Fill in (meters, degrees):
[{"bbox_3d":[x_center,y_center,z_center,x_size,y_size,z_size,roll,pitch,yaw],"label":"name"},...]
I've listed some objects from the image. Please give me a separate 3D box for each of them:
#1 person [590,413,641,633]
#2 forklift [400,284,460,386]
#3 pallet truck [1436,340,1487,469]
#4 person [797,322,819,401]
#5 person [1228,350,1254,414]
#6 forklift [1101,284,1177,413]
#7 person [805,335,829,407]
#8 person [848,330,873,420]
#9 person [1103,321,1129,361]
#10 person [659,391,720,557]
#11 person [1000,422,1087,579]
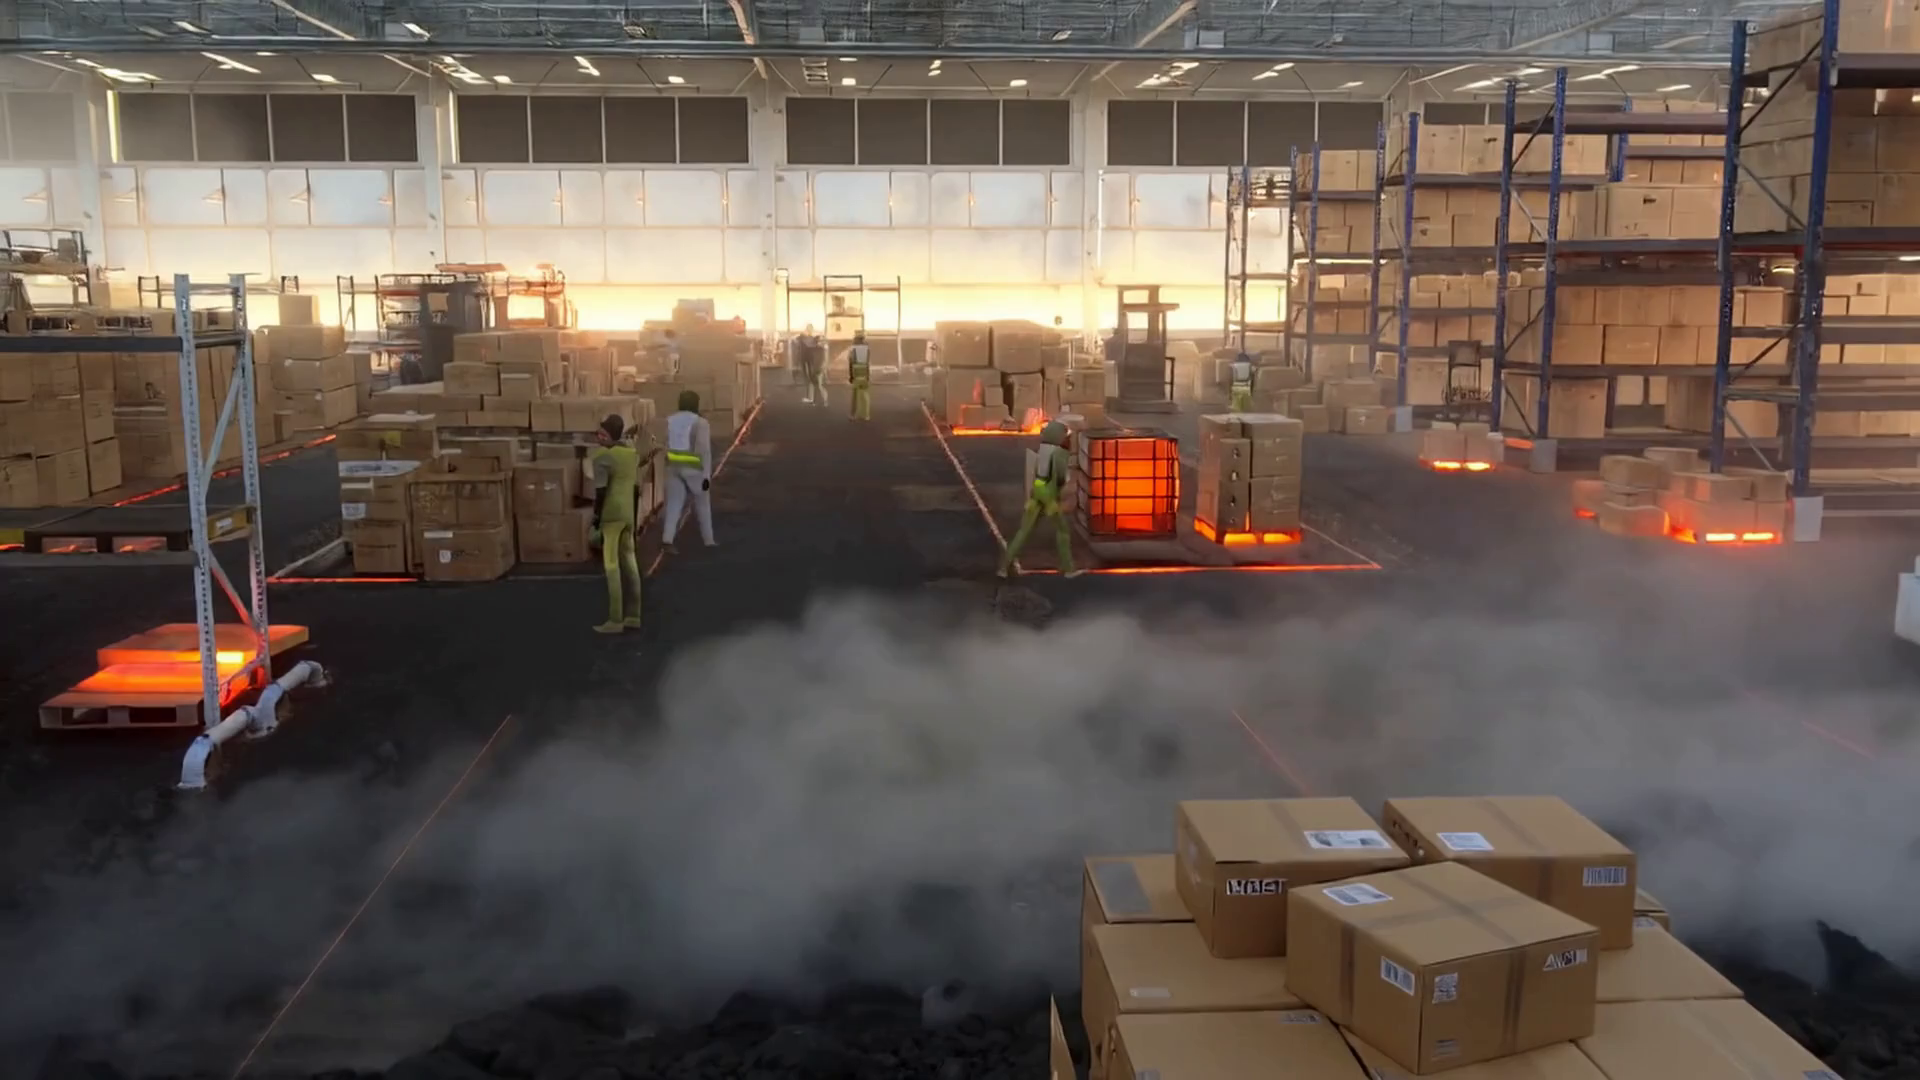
[{"bbox_3d":[-2.921,-0.142,14.095,0.328,1.870,0.510,6,11,34],"label":"person"},{"bbox_3d":[-11.964,-4.501,38.294,1.873,2.768,1.129,7,11,37],"label":"forklift"},{"bbox_3d":[8.004,-2.170,26.422,0.823,1.965,1.885,2,9,14],"label":"pallet truck"},{"bbox_3d":[-3.610,-4.260,39.795,0.638,1.913,0.602,-6,11,-34],"label":"person"},{"bbox_3d":[5.363,-2.820,31.773,0.531,1.585,0.913,-1,9,-5],"label":"person"},{"bbox_3d":[3.913,-4.266,36.820,1.129,2.768,1.873,-3,9,-17],"label":"forklift"},{"bbox_3d":[-3.281,-3.875,38.151,0.533,1.668,0.793,-5,10,-30],"label":"person"},{"bbox_3d":[-2.086,-3.471,34.963,0.571,1.882,1.009,-4,10,-21],"label":"person"},{"bbox_3d":[3.586,-4.054,38.298,0.625,1.985,0.452,-5,10,-29],"label":"person"},{"bbox_3d":[-2.965,-0.711,17.945,0.643,1.793,0.947,3,10,21],"label":"person"},{"bbox_3d":[0.808,-0.387,16.544,0.917,1.581,0.547,-7,11,-36],"label":"person"}]
